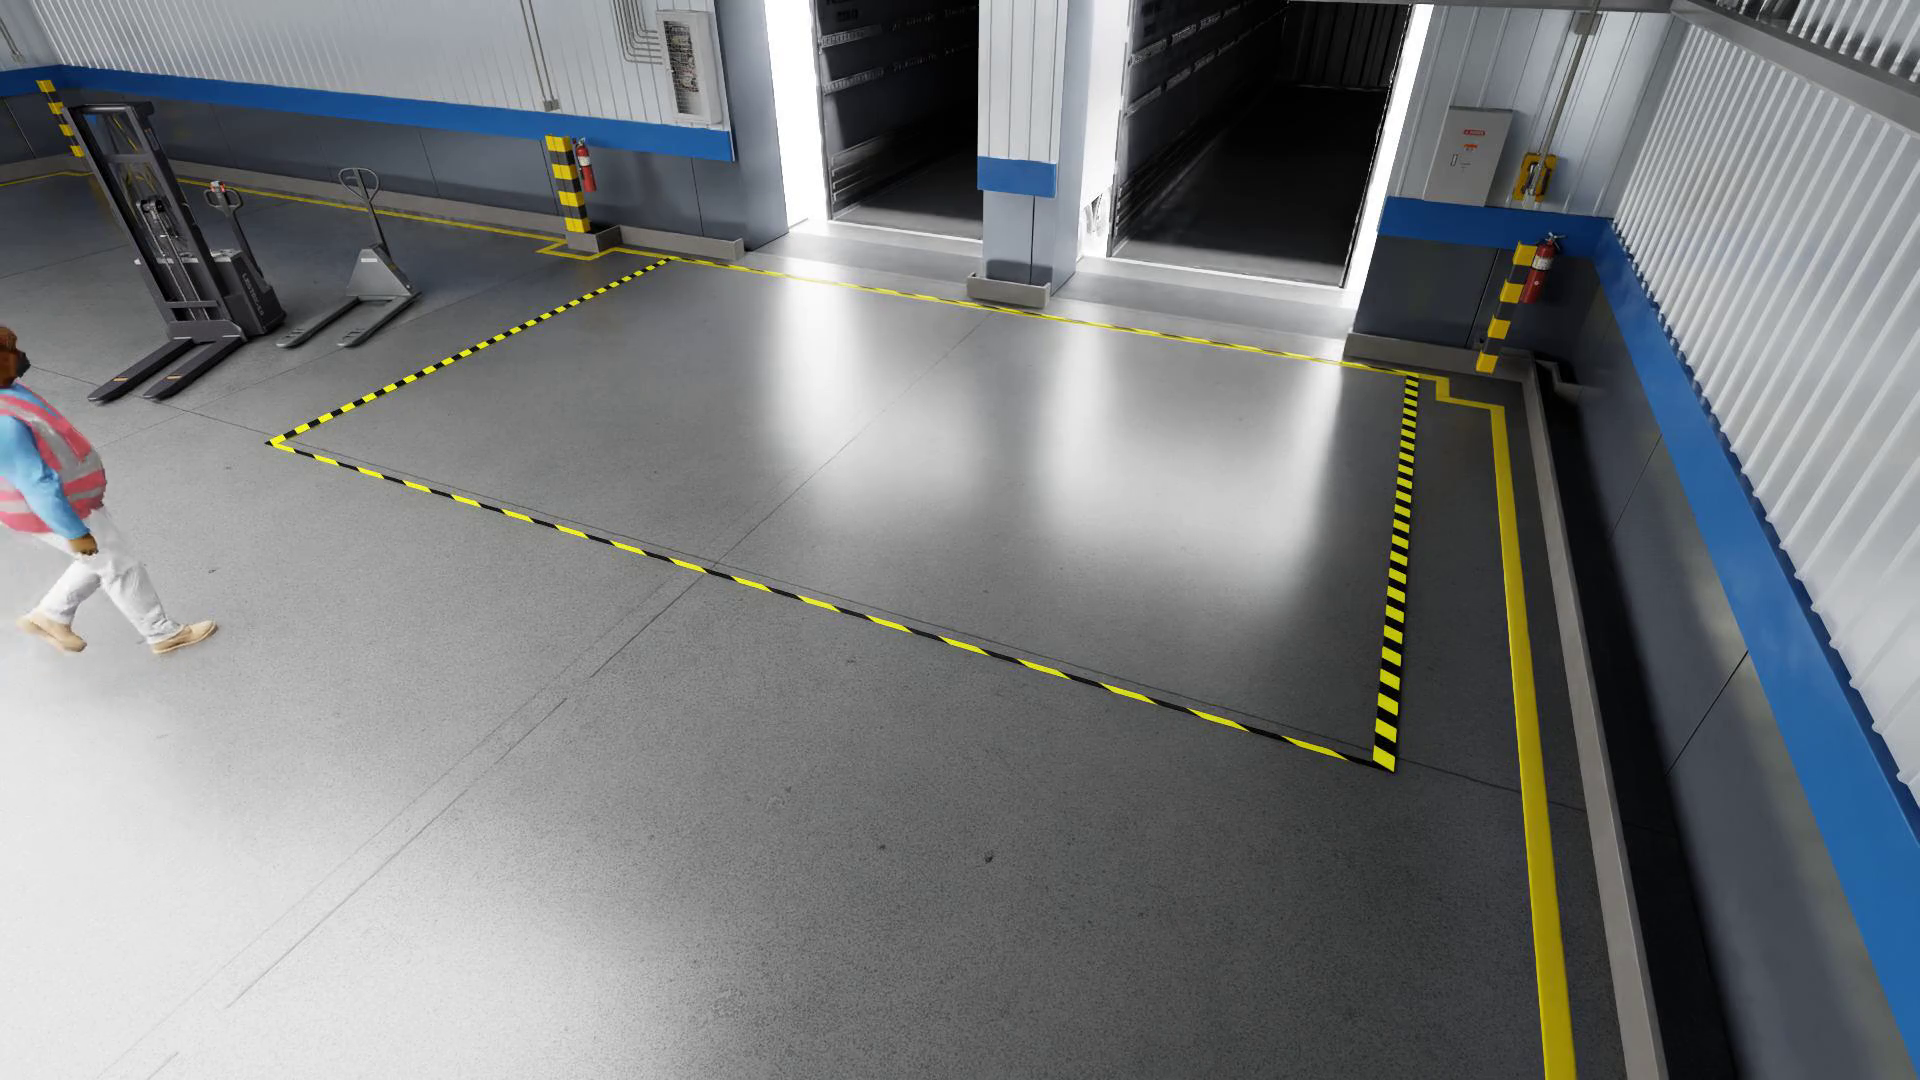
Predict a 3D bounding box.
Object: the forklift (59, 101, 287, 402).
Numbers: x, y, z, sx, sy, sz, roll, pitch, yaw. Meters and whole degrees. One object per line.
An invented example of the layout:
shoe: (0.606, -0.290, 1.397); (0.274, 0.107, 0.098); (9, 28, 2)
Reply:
forklift: (-6.686, -2.387, 7.434); (0.823, 1.965, 1.885); (-3, 35, -5)

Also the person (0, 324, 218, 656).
person: (-4.389, -0.140, 4.382); (0.711, 1.812, 0.658); (-26, 43, -33)

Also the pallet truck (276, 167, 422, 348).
pallet truck: (-5.732, -2.611, 8.414); (0.680, 1.201, 1.601); (-1, 35, -1)
